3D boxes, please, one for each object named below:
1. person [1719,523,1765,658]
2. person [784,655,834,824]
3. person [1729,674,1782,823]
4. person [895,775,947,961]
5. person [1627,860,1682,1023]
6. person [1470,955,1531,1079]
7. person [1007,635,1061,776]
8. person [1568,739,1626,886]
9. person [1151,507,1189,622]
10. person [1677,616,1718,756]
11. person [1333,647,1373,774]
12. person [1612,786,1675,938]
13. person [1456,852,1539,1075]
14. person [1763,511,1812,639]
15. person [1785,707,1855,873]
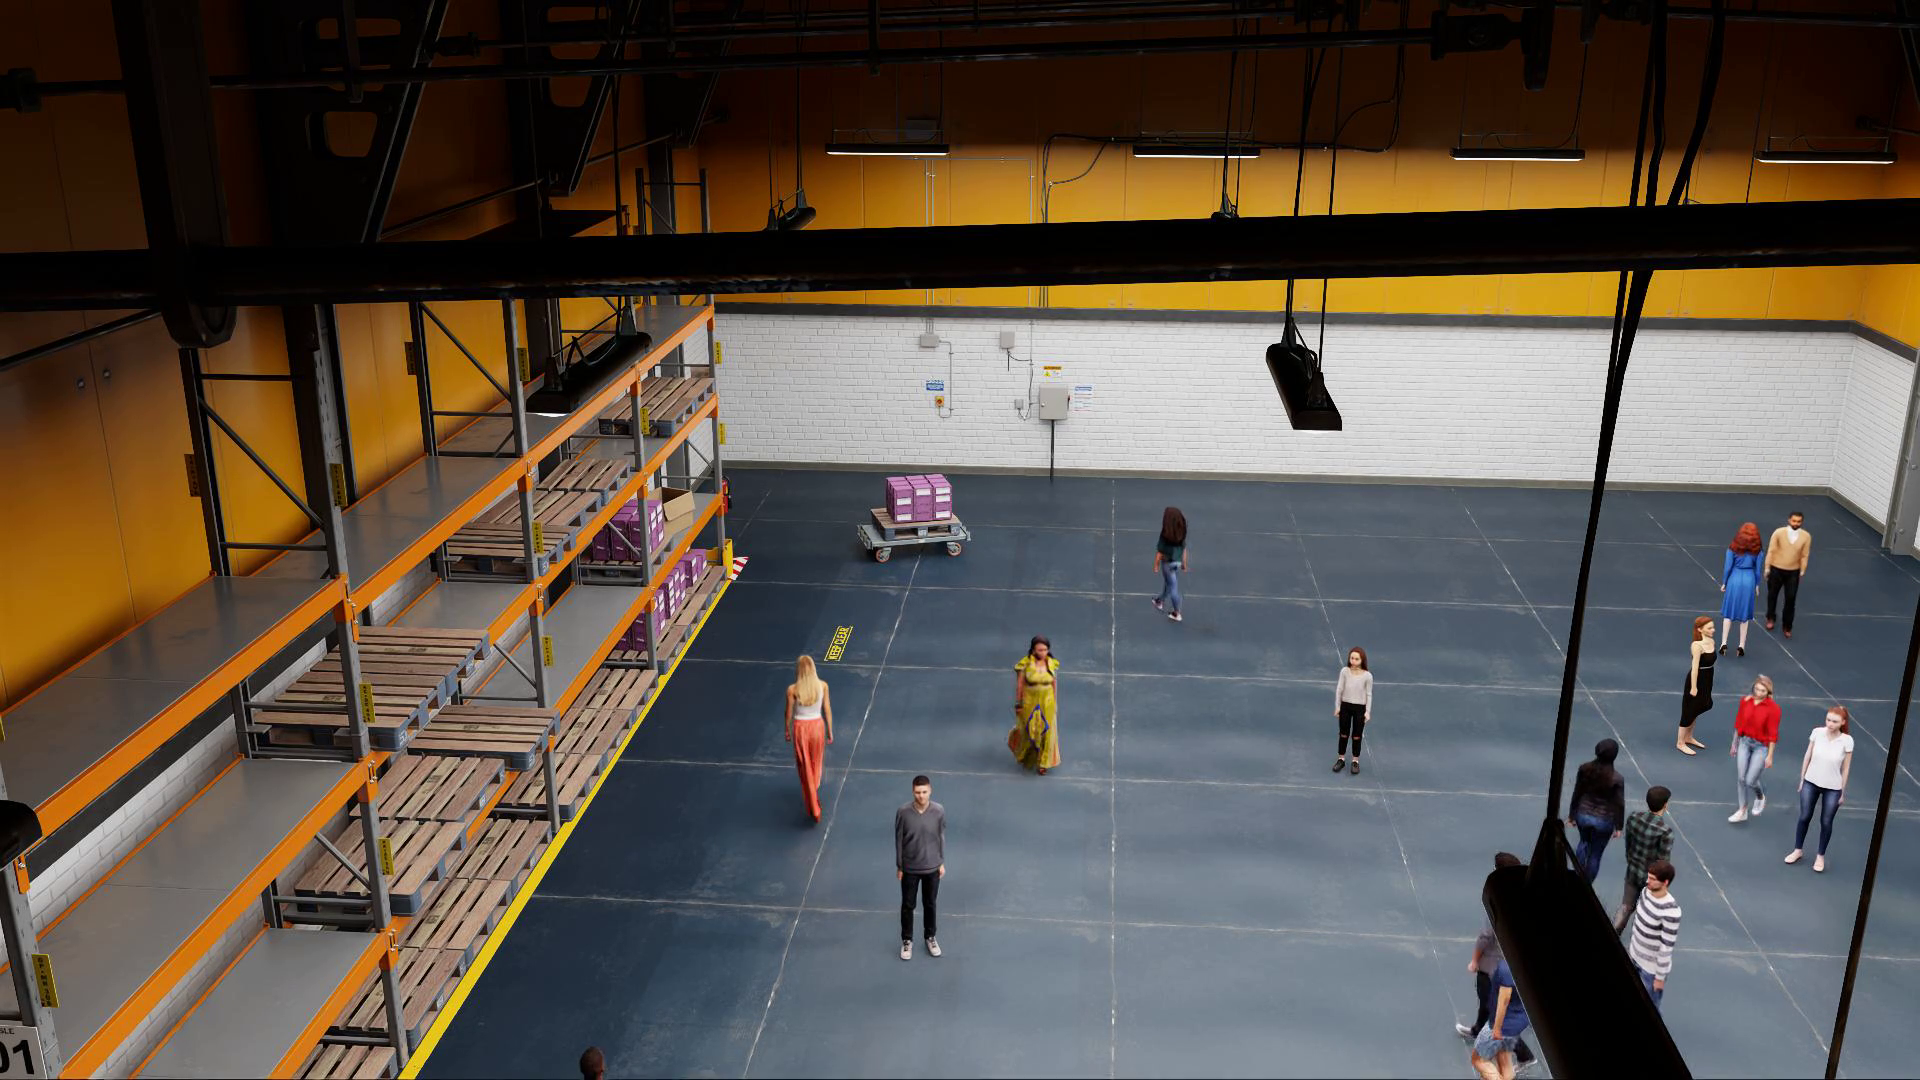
[{"bbox_3d":[10.224,0.654,21.797,0.683,1.826,0.671,8,20,21],"label":"person"},{"bbox_3d":[-1.584,2.135,17.539,0.965,1.739,1.359,-5,19,-14],"label":"person"},{"bbox_3d":[8.398,2.179,17.476,0.854,1.695,0.788,-12,22,-32],"label":"person"},{"bbox_3d":[-0.359,2.945,15.098,0.671,1.760,0.627,-3,19,-9],"label":"person"},{"bbox_3d":[5.637,3.423,13.545,0.733,1.846,0.509,-1,19,-3],"label":"person"},{"bbox_3d":[4.270,3.691,12.765,0.802,1.837,0.861,-17,25,-41],"label":"person"},{"bbox_3d":[0.825,1.810,18.644,0.911,1.649,1.004,-7,20,-19],"label":"person"},{"bbox_3d":[5.995,2.718,15.814,0.759,1.735,0.802,17,25,40],"label":"person"},{"bbox_3d":[2.983,0.354,23.055,0.926,1.593,1.027,-12,22,-31],"label":"person"},{"bbox_3d":[8.500,1.647,19.165,0.680,1.625,0.741,-16,24,-39],"label":"person"},{"bbox_3d":[4.410,1.891,18.659,0.600,1.485,0.578,7,20,21],"label":"person"},{"bbox_3d":[6.197,3.041,15.145,1.155,1.689,1.147,-14,23,-35],"label":"person"},{"bbox_3d":[4.443,3.450,13.498,1.100,1.824,1.144,-16,24,-39],"label":"person"},{"bbox_3d":[11.238,0.408,22.688,0.875,1.725,1.069,9,21,25],"label":"person"},{"bbox_3d":[8.616,2.454,16.589,0.655,1.738,0.697,16,25,40],"label":"person"}]
